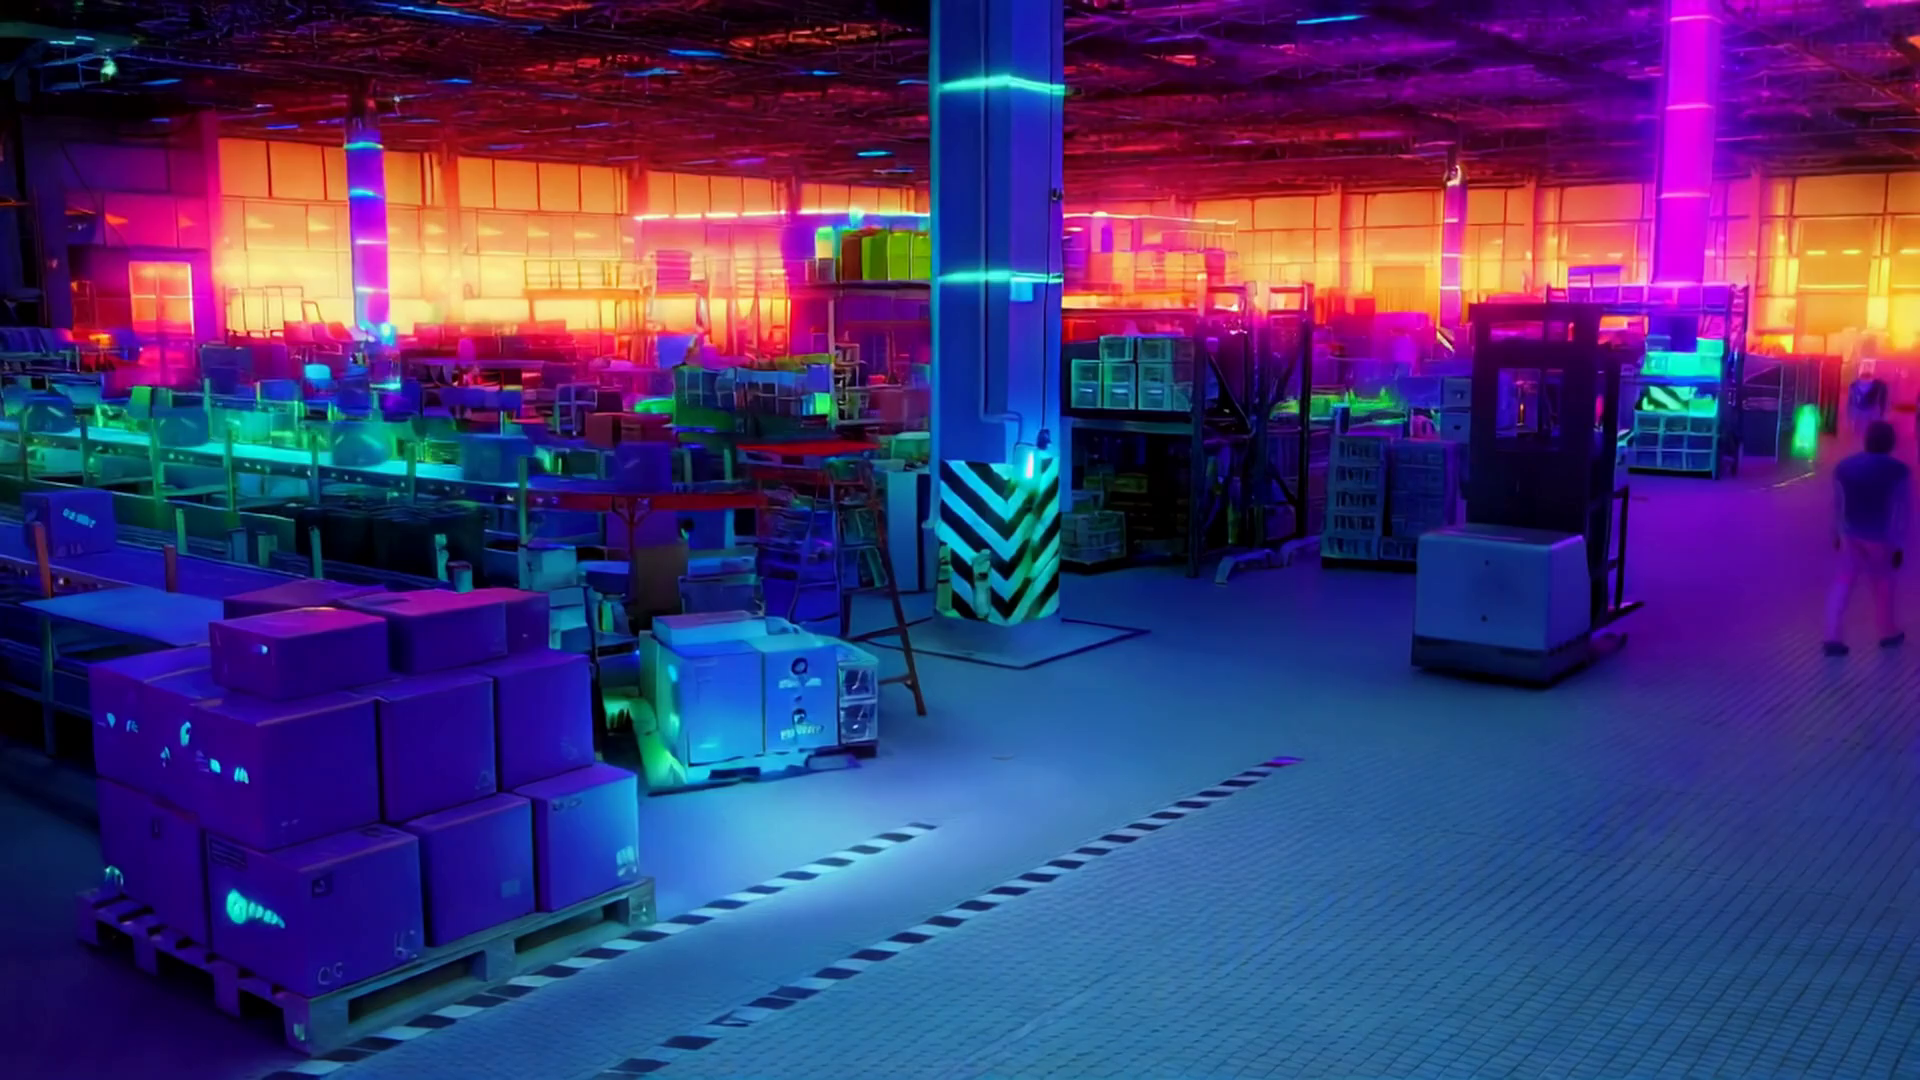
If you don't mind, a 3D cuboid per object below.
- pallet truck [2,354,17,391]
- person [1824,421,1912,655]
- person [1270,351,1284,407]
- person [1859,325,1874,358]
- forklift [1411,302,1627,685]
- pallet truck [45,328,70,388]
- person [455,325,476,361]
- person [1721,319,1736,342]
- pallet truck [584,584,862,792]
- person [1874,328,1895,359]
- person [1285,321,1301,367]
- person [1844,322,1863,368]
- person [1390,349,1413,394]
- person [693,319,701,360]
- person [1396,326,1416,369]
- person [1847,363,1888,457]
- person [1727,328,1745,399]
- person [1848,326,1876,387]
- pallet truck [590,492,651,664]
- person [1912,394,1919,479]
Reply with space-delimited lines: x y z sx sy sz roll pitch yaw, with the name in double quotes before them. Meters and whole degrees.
"pallet truck" -24.881 -4.417 42.634 1.885 1.965 0.823 8 11 41
"person" 7.312 -0.017 13.370 1.009 1.885 0.647 -6 10 -34
"person" 6.249 -2.892 33.147 0.549 1.752 0.366 8 12 44
"person" 33.654 -7.132 61.830 0.711 1.717 0.507 -7 11 -41
"forklift" 4.379 -0.438 12.852 1.129 2.768 1.873 7 11 37
"pallet truck" -23.775 -4.544 43.495 1.885 1.965 0.823 6 10 35
"person" -13.711 -4.917 45.942 0.829 2.013 0.618 3 9 19
"person" 31.391 -8.090 67.781 0.825 1.895 0.613 -2 9 -15
"pallet truck" -1.426 0.805 10.019 1.601 1.201 0.680 -4 9 -26
"person" 28.656 -5.626 51.394 0.670 1.808 0.956 1 9 8
"person" 12.143 -6.972 60.248 1.009 1.877 0.569 1 9 10
"person" 34.578 -7.502 64.155 0.856 1.786 0.696 6 10 36
"person" 9.629 -3.323 36.274 0.551 1.685 0.406 8 11 41
"person" -10.274 -7.672 64.961 0.356 1.885 0.574 2 9 13
"person" 12.480 -4.983 46.507 0.643 1.977 0.459 -4 9 -23
"person" 14.662 -1.974 26.904 0.591 1.790 0.898 6 11 37
"person" 21.285 -4.817 45.533 0.542 1.938 0.358 -4 9 -27
"person" 27.865 -5.591 50.943 0.631 1.902 0.975 -5 10 -33
"pallet truck" -3.115 0.344 12.883 0.653 1.274 1.630 7 11 37
"person" 14.979 -1.730 25.615 0.539 1.678 0.489 3 9 22
